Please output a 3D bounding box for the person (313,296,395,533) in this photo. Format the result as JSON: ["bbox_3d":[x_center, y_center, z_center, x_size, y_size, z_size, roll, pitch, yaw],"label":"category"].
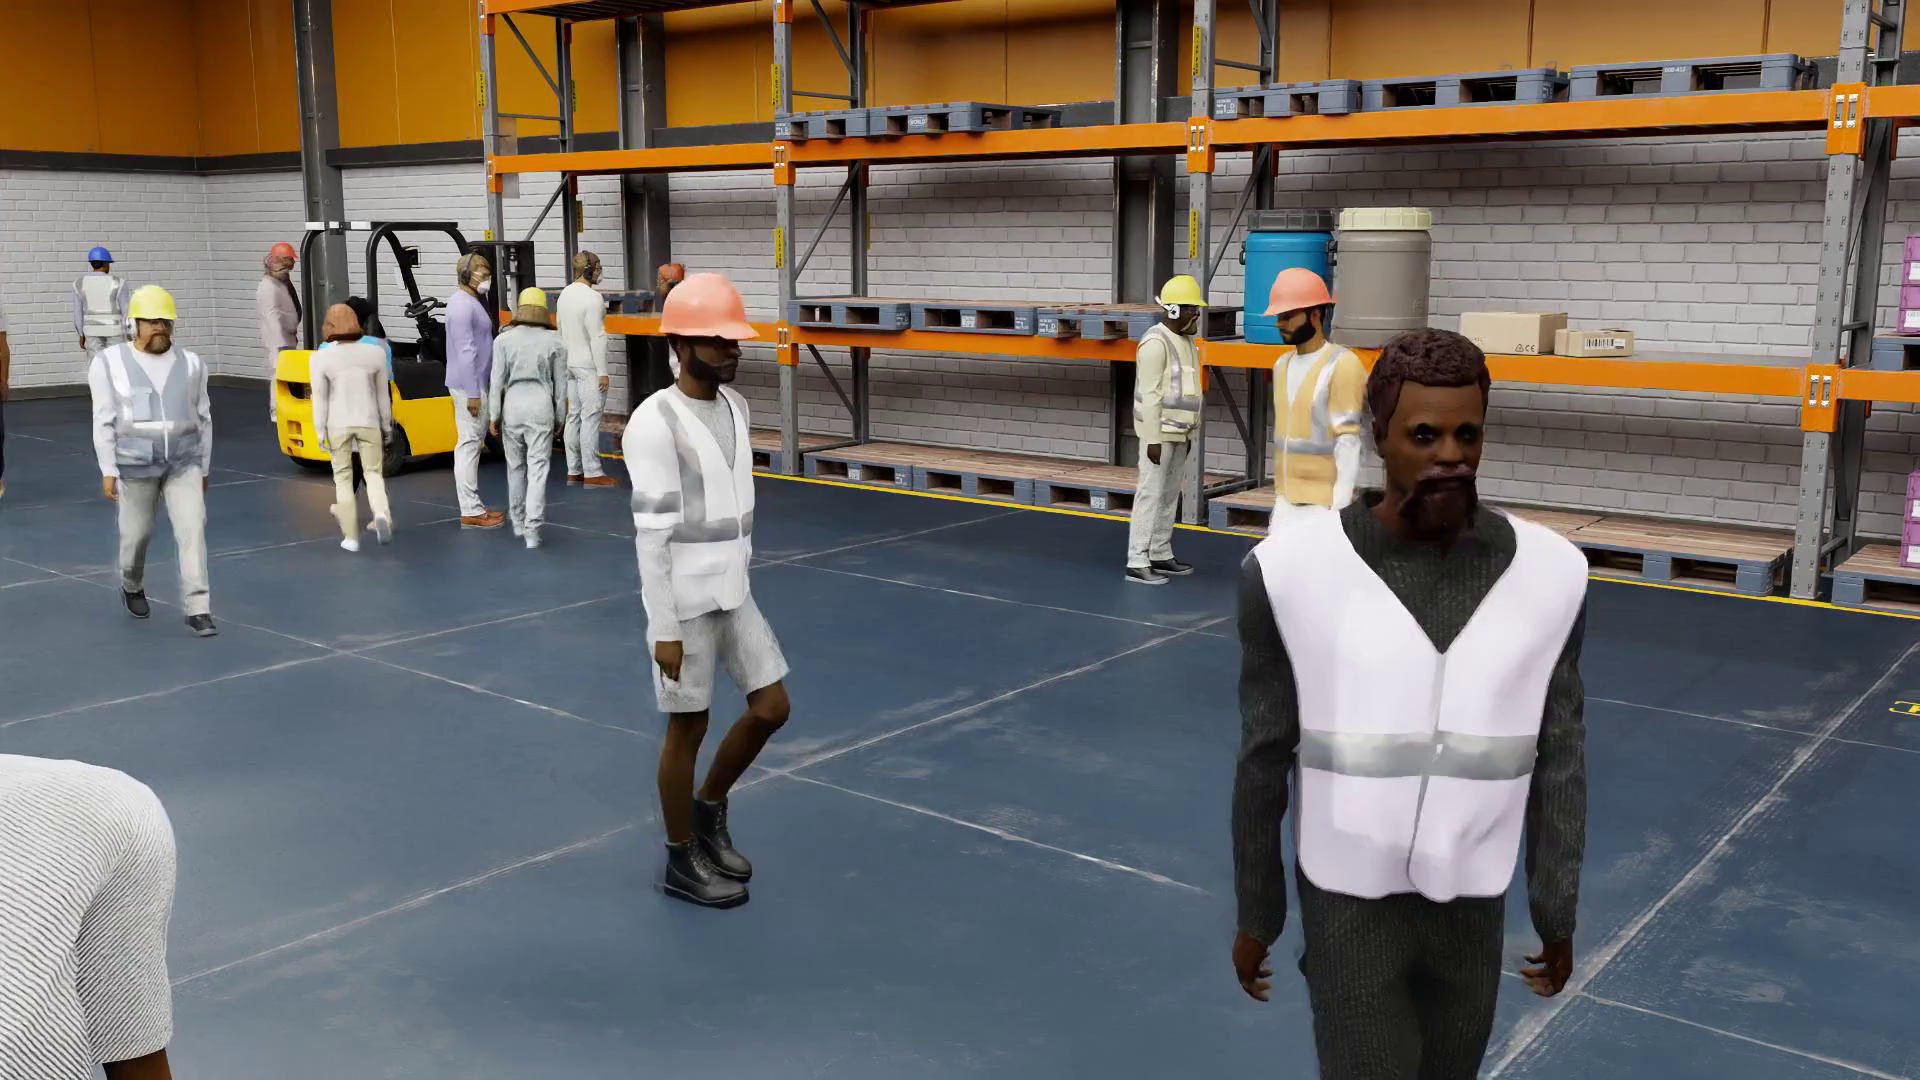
[{"bbox_3d":[-4.233,-0.880,11.630,0.887,1.628,0.552,8,13,37],"label":"person"}]

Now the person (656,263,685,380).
[{"bbox_3d":[-2.257,-1.306,13.455,0.787,1.840,0.613,1,10,3],"label":"person"}]

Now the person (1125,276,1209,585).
[{"bbox_3d":[1.246,-0.648,9.867,0.417,1.821,0.606,6,12,31],"label":"person"}]

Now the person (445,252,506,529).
[{"bbox_3d":[-3.434,-1.047,11.731,0.371,1.935,0.627,-2,10,-13],"label":"person"}]

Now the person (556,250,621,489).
[{"bbox_3d":[-3.065,-1.391,13.623,0.356,1.938,0.633,-9,13,-40],"label":"person"}]

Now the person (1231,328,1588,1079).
[{"bbox_3d":[0.753,0.575,2.876,0.597,1.894,0.863,-1,10,-5],"label":"person"}]

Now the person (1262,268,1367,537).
[{"bbox_3d":[1.572,-0.212,7.170,0.688,1.910,0.563,-6,12,-28],"label":"person"}]

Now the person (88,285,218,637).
[{"bbox_3d":[-4.184,-0.422,8.634,0.587,1.802,0.860,-8,13,-38],"label":"person"}]

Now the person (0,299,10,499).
[{"bbox_3d":[-7.469,-1.224,12.415,0.680,2.000,0.570,-6,12,-31],"label":"person"}]

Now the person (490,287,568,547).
[{"bbox_3d":[-2.878,-0.838,11.188,0.501,1.704,0.784,-1,10,-6],"label":"person"}]

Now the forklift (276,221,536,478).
[{"bbox_3d":[-4.922,-1.741,14.854,1.214,2.155,2.313,8,13,38],"label":"forklift"}]

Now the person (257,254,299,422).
[{"bbox_3d":[-7.586,-2.239,18.565,0.412,1.870,0.790,-3,11,-16],"label":"person"}]

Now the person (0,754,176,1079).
[{"bbox_3d":[-0.943,0.829,1.514,0.514,1.872,0.328,-5,12,-27],"label":"person"}]

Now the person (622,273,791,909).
[{"bbox_3d":[-0.757,0.173,4.986,0.417,1.921,0.577,5,11,27],"label":"person"}]

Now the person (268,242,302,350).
[{"bbox_3d":[-7.738,-2.413,19.121,0.376,1.997,0.612,-3,11,-16],"label":"person"}]

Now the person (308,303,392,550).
[{"bbox_3d":[-3.907,-0.714,10.745,0.506,1.615,0.499,-6,12,-30],"label":"person"}]

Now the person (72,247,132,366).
[{"bbox_3d":[-9.766,-2.364,18.997,0.605,1.944,0.403,-2,10,-13],"label":"person"}]
